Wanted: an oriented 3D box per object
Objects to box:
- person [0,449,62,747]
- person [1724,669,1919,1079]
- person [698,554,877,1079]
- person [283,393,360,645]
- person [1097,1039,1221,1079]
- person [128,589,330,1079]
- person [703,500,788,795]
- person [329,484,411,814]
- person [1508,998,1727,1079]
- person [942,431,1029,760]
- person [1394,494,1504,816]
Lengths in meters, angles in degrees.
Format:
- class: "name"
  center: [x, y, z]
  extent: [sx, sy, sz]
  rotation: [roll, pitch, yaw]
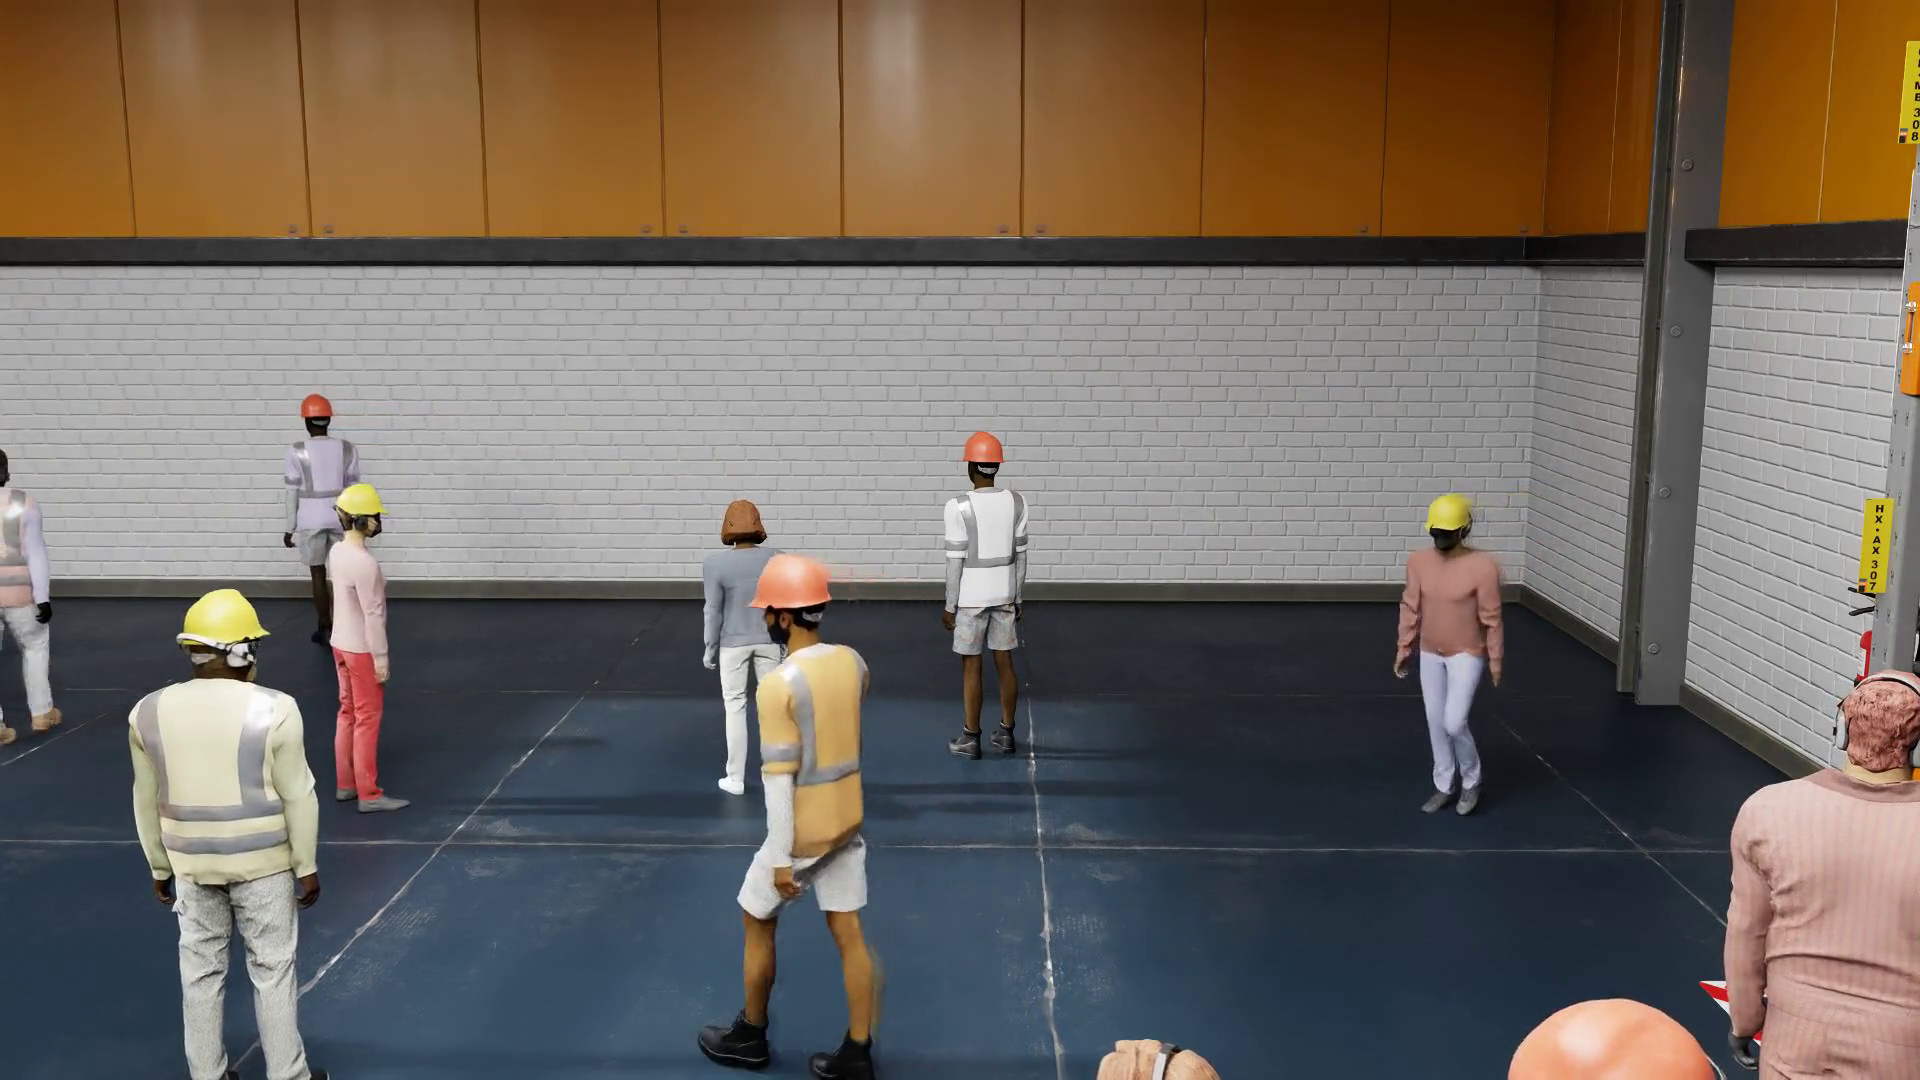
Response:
- class: "person"
  center: [-5.838, 0.326, 10.189]
  extent: [0.655, 1.812, 0.779]
  rotation: [-1, 10, -7]
- class: "person"
  center: [2.307, 1.270, 4.267]
  extent: [0.646, 1.908, 0.408]
  rotation: [7, 12, 36]
- class: "person"
  center: [-0.609, 0.987, 5.941]
  extent: [0.842, 1.901, 0.573]
  rotation: [7, 12, 37]
- class: "person"
  center: [-4.880, -0.153, 12.732]
  extent: [0.559, 1.935, 0.374]
  rotation: [-8, 12, -40]
- class: "person"
  center: [0.343, 1.638, 2.860]
  extent: [0.307, 1.641, 0.512]
  rotation: [3, 10, 16]
- class: "person"
  center: [-2.467, 1.075, 5.663]
  extent: [0.595, 1.828, 0.403]
  rotation: [0, 9, 1]
- class: "person"
  center: [-1.171, 0.587, 9.173]
  extent: [0.498, 1.633, 0.279]
  rotation: [-4, 10, -23]
- class: "person"
  center: [-3.165, 0.577, 8.860]
  extent: [0.327, 1.761, 0.536]
  rotation: [-8, 12, -40]
- class: "person"
  center: [0.802, 1.555, 2.174]
  extent: [0.383, 2.036, 0.605]
  rotation: [-7, 12, -37]
- class: "person"
  center: [0.134, 0.328, 9.817]
  extent: [0.545, 1.938, 0.361]
  rotation: [-5, 11, -29]
- class: "person"
  center: [2.562, 0.612, 8.725]
  extent: [0.447, 1.740, 0.530]
  rotation: [-8, 13, -41]
